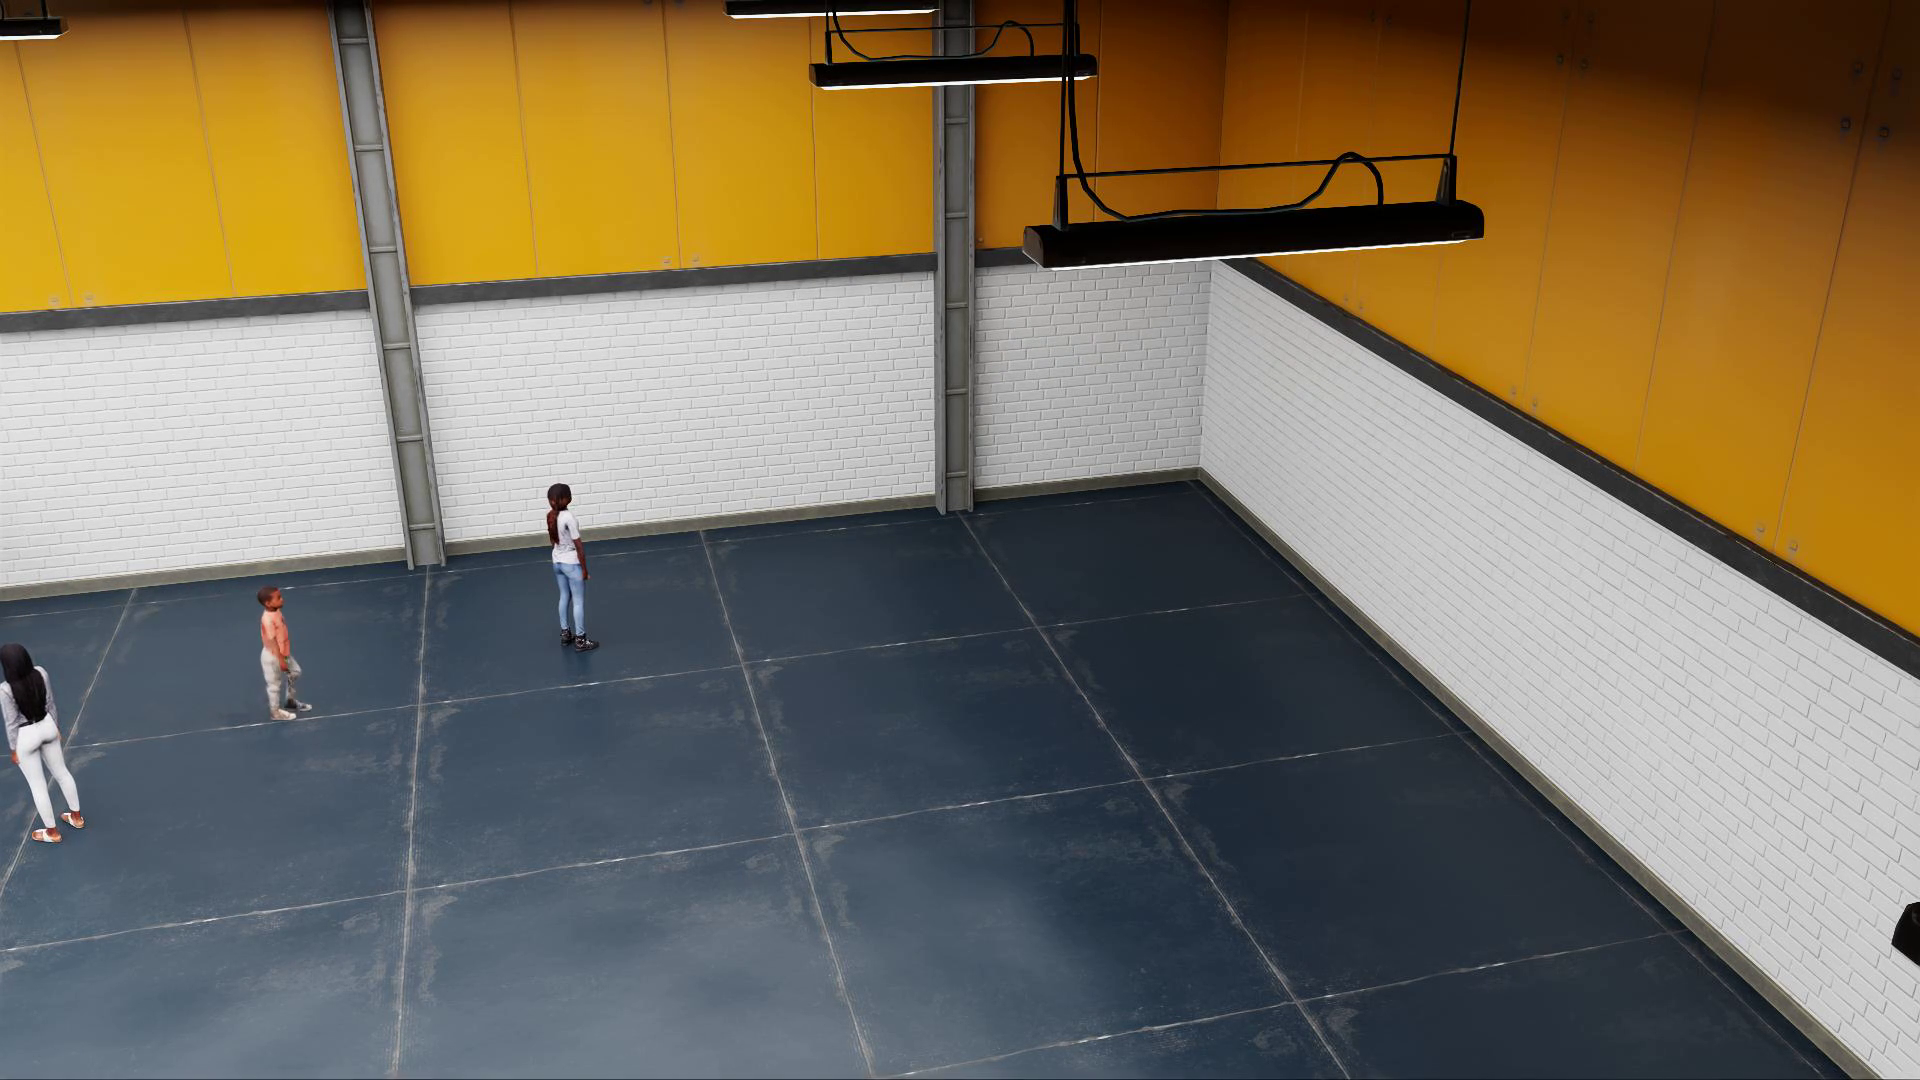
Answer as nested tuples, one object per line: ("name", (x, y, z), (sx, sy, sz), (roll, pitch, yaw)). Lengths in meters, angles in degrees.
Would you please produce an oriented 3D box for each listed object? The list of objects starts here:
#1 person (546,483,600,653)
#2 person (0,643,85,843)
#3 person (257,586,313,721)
("person", (-3.800, 0.250, 16.146), (0.672, 1.719, 0.705), (18, 29, 35))
("person", (-7.283, 1.576, 13.108), (0.716, 1.724, 0.669), (11, 26, 23))
("person", (-6.196, 1.021, 14.906), (0.604, 1.299, 0.558), (1, 24, 1))
